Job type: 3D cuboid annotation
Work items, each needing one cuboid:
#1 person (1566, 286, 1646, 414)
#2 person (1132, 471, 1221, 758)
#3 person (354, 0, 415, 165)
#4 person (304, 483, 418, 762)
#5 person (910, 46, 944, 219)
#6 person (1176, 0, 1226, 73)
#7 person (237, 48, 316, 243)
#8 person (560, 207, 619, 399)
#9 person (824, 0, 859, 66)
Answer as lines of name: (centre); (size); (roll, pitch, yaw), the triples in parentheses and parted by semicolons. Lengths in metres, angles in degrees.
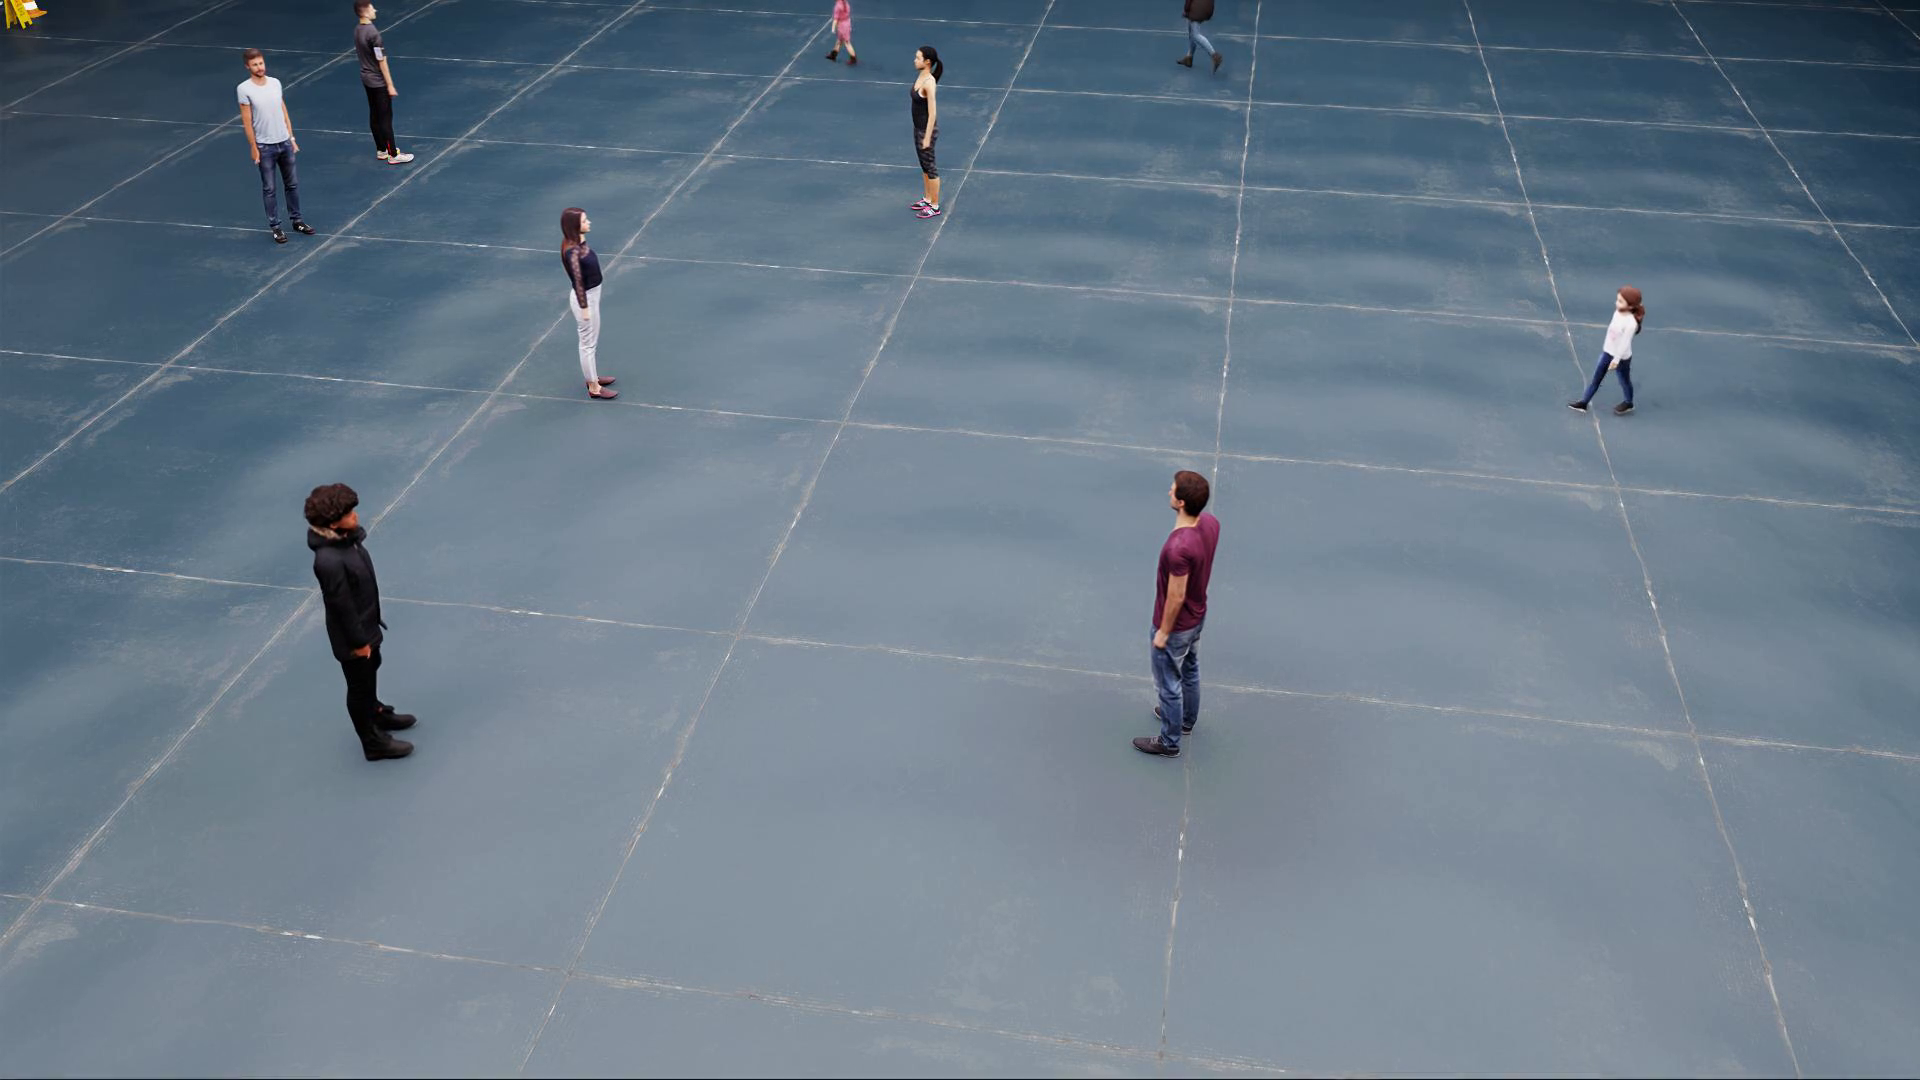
person: (5.308, -1.495, 13.292); (0.836, 1.087, 0.638); (-7, 33, -11)
person: (1.265, 0.418, 9.539); (0.679, 1.855, 0.713); (17, 36, 25)
person: (-6.414, -5.037, 18.273); (0.782, 1.764, 0.699); (-25, 40, -34)
person: (-3.487, 0.469, 9.536); (0.689, 1.772, 0.700); (-5, 33, -8)
person: (-0.334, -4.157, 16.909); (0.662, 1.730, 0.653); (-8, 33, -13)
person: (3.099, -6.737, 21.114); (1.089, 1.607, 0.912); (26, 40, 35)
person: (-6.778, -3.903, 16.379); (0.734, 1.865, 0.715); (27, 41, 35)
person: (-3.021, -1.929, 13.493); (0.663, 1.607, 0.675); (-7, 33, -11)
person: (-1.485, -6.643, 21.534); (0.799, 1.000, 0.575); (16, 36, 24)
